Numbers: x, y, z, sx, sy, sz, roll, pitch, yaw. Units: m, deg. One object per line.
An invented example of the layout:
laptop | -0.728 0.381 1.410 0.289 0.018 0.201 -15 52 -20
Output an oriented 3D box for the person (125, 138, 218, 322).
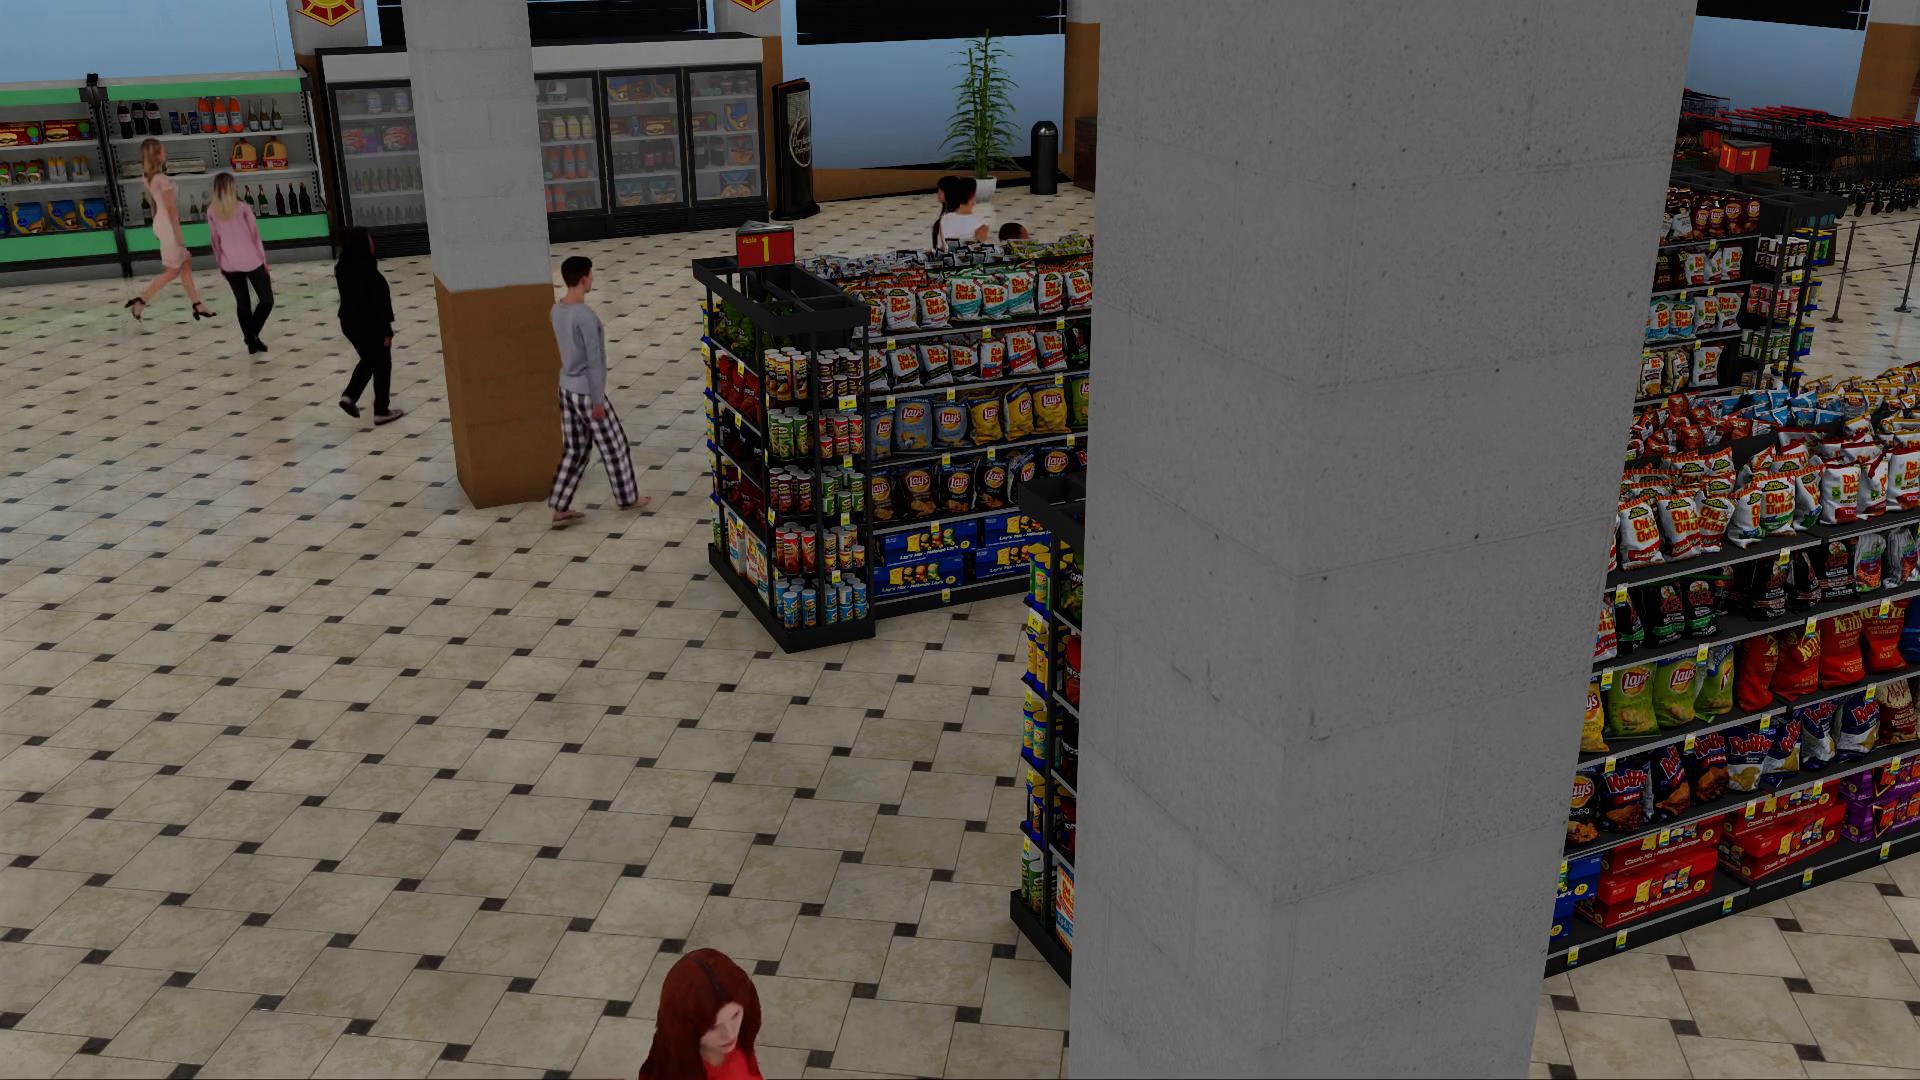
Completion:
person | -7.773 -2.946 16.136 0.851 1.804 1.157 20 29 40

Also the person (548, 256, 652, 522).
person | -2.599 -0.972 11.207 0.883 1.817 1.093 20 29 40

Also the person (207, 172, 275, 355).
person | -6.578 -2.503 15.198 0.862 1.681 0.892 1 22 3

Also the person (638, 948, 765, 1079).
person | -0.757 1.767 4.456 0.980 1.767 1.055 11 25 26

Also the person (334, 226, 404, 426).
person | -4.782 -1.667 13.221 0.841 1.604 0.910 13 25 29

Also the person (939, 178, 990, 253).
person | -0.025 -2.171 14.279 1.030 1.750 1.219 14 26 31
